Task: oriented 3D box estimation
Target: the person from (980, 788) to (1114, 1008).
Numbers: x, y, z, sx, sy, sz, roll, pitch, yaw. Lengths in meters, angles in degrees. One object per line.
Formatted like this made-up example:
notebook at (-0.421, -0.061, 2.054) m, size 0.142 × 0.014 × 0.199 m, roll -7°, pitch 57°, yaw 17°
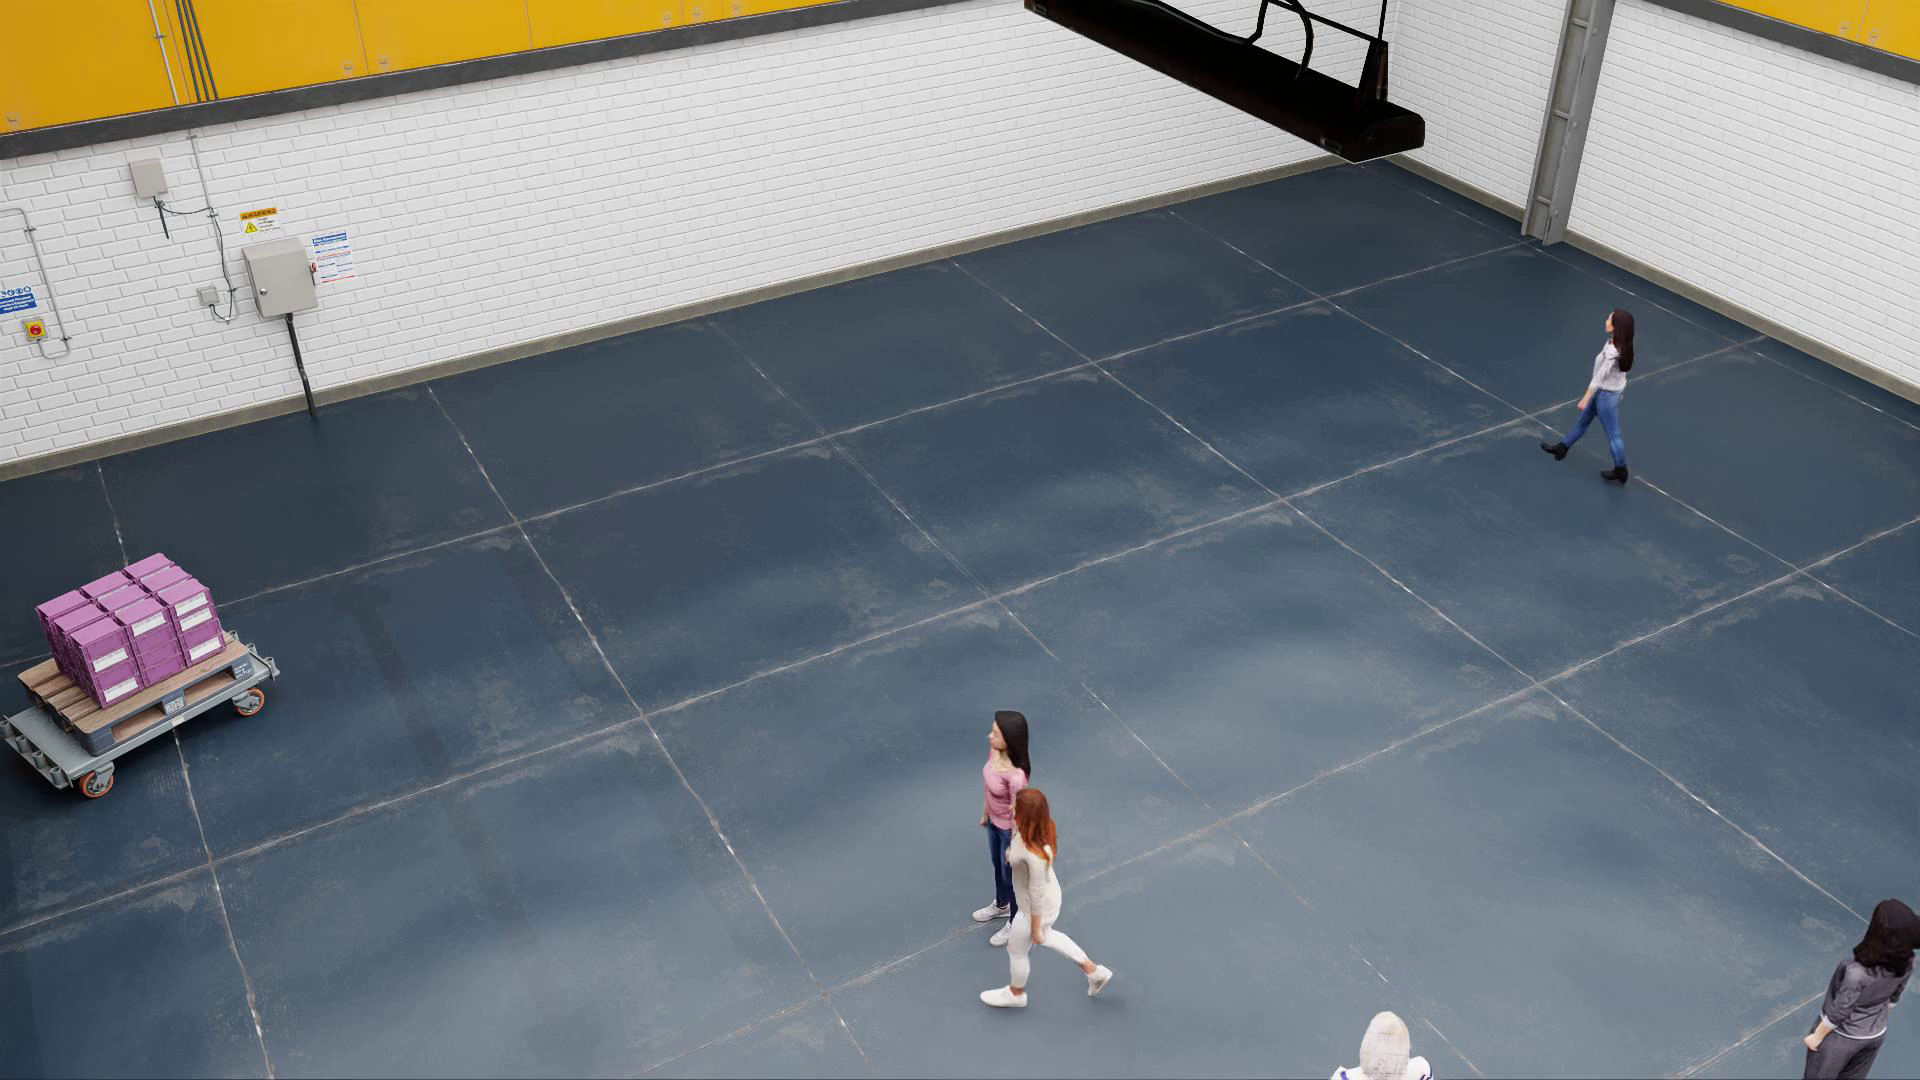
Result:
person at (0.526, 2.076, 9.458) m, size 1.024 × 1.678 × 1.015 m, roll 4°, pitch 34°, yaw 6°

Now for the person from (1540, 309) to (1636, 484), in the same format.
person at (5.716, -1.208, 14.488) m, size 1.133 × 1.579 × 0.914 m, roll 20°, pitch 39°, yaw 28°

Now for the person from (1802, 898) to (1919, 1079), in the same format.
person at (4.637, 2.556, 8.658) m, size 0.643 × 1.764 × 0.581 m, roll -10°, pitch 35°, yaw -15°

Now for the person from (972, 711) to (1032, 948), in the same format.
person at (0.279, 1.708, 9.955) m, size 0.670 × 1.742 × 0.504 m, roll -11°, pitch 35°, yaw -16°

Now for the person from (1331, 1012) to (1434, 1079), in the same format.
person at (2.001, 2.973, 7.997) m, size 0.788 × 1.802 × 0.824 m, roll -4°, pitch 34°, yaw -5°
